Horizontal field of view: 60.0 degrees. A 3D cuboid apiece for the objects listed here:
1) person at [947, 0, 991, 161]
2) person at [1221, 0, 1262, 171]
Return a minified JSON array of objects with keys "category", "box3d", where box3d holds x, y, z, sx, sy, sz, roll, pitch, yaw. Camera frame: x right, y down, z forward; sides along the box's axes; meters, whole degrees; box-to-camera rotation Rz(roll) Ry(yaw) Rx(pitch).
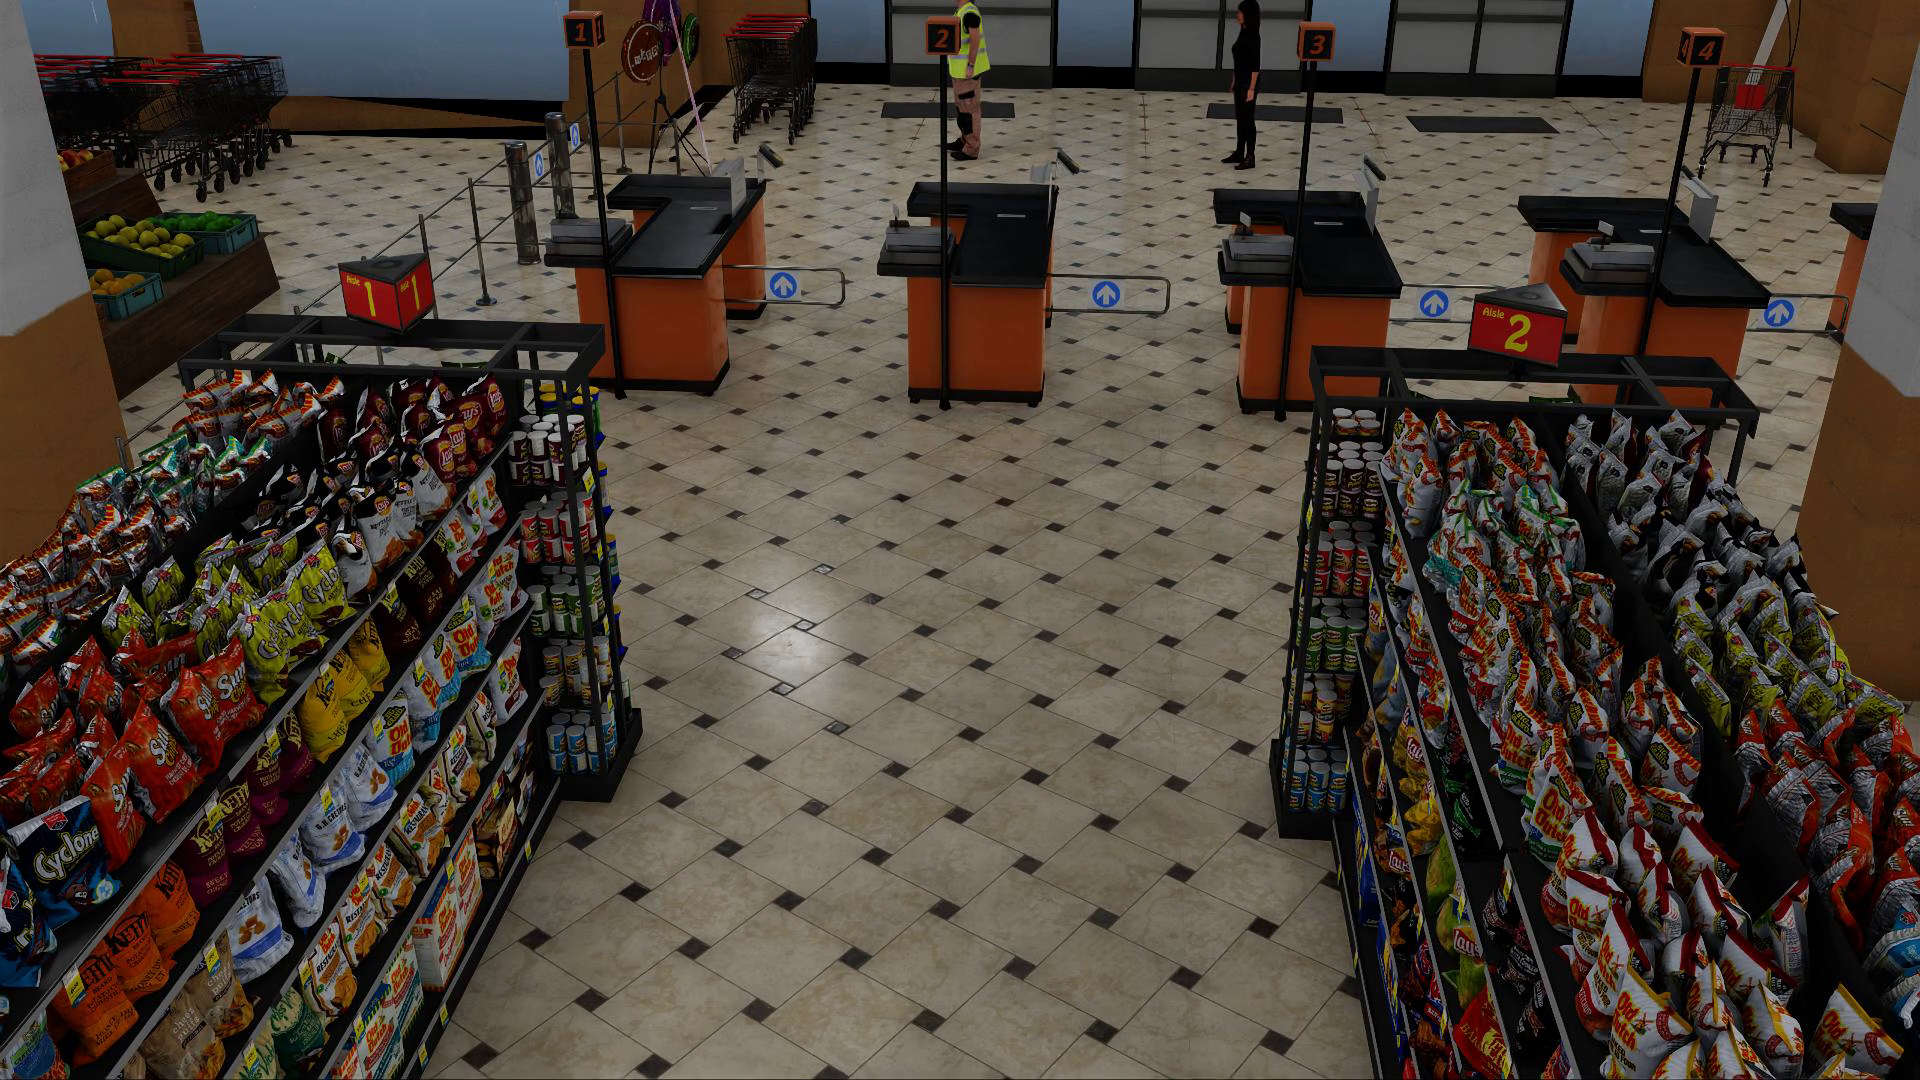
[{"category":"person","box3d":[0.047,-4.834,16.967,0.833,1.845,0.723,-4,27,-9]},{"category":"person","box3d":[2.875,-4.568,16.667,0.708,1.641,0.569,-8,28,-15]}]
